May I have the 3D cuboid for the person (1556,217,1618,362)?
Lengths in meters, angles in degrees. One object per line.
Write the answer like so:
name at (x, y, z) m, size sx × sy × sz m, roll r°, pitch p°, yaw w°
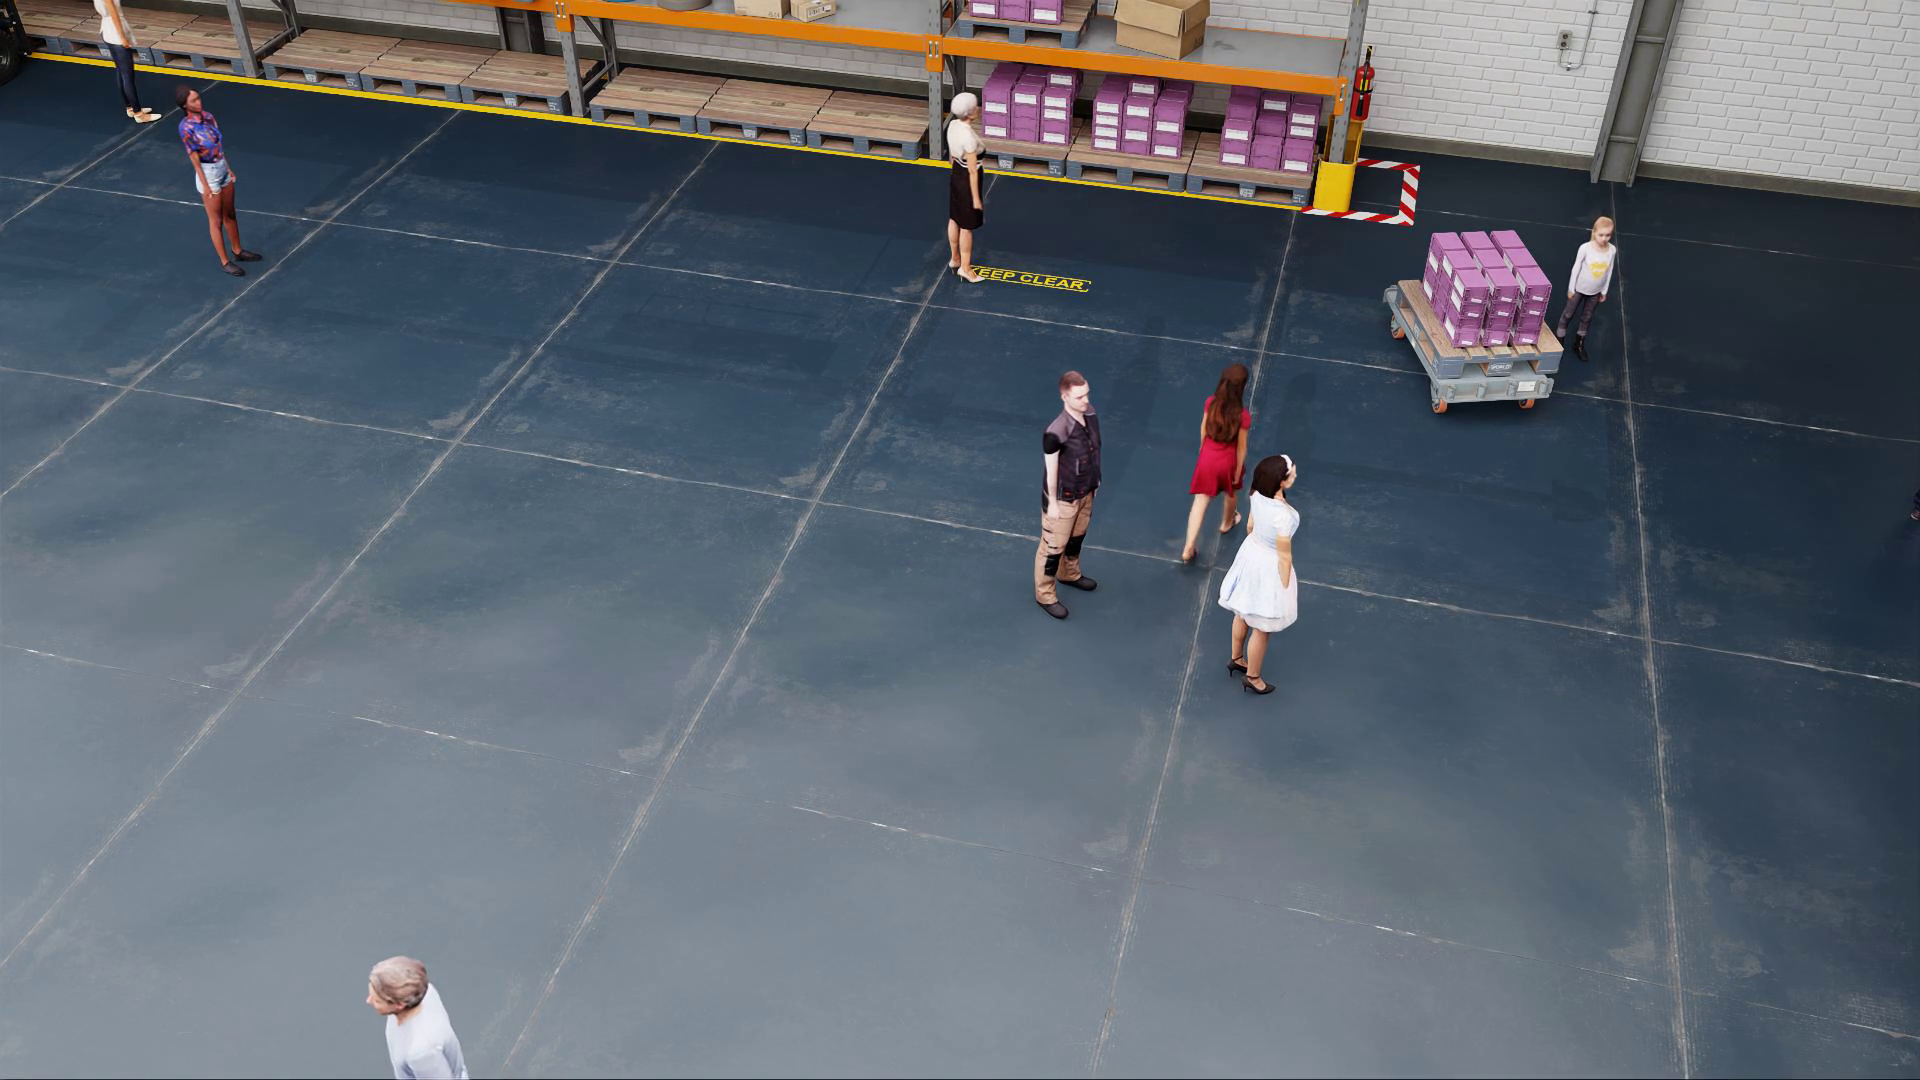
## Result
person at (5.205, -2.097, 13.801) m, size 0.493 × 1.279 × 0.593 m, roll 1°, pitch 39°, yaw 1°

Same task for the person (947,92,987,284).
person at (0.032, -3.109, 14.685) m, size 0.721 × 1.755 × 0.698 m, roll -14°, pitch 41°, yaw -17°

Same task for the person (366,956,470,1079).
person at (-2.362, 2.507, 7.543) m, size 0.787 × 1.892 × 0.743 m, roll -17°, pitch 42°, yaw -21°

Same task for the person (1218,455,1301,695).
person at (1.910, 0.220, 10.467) m, size 0.905 × 1.818 × 0.854 m, roll -13°, pitch 41°, yaw -16°

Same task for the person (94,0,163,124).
person at (-8.812, -5.245, 17.337) m, size 0.724 × 1.785 × 0.641 m, roll -25°, pitch 45°, yaw -28°

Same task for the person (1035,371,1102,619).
person at (0.720, -0.349, 11.160) m, size 0.726 × 1.842 × 0.759 m, roll 25°, pitch 45°, yaw 28°

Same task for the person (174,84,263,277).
person at (-6.668, -3.228, 14.845) m, size 0.514 × 1.742 × 0.588 m, roll 8°, pitch 39°, yaw 10°

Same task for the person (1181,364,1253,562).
person at (1.778, -0.522, 11.626) m, size 1.020 × 1.530 × 0.769 m, roll 19°, pitch 42°, yaw 22°
